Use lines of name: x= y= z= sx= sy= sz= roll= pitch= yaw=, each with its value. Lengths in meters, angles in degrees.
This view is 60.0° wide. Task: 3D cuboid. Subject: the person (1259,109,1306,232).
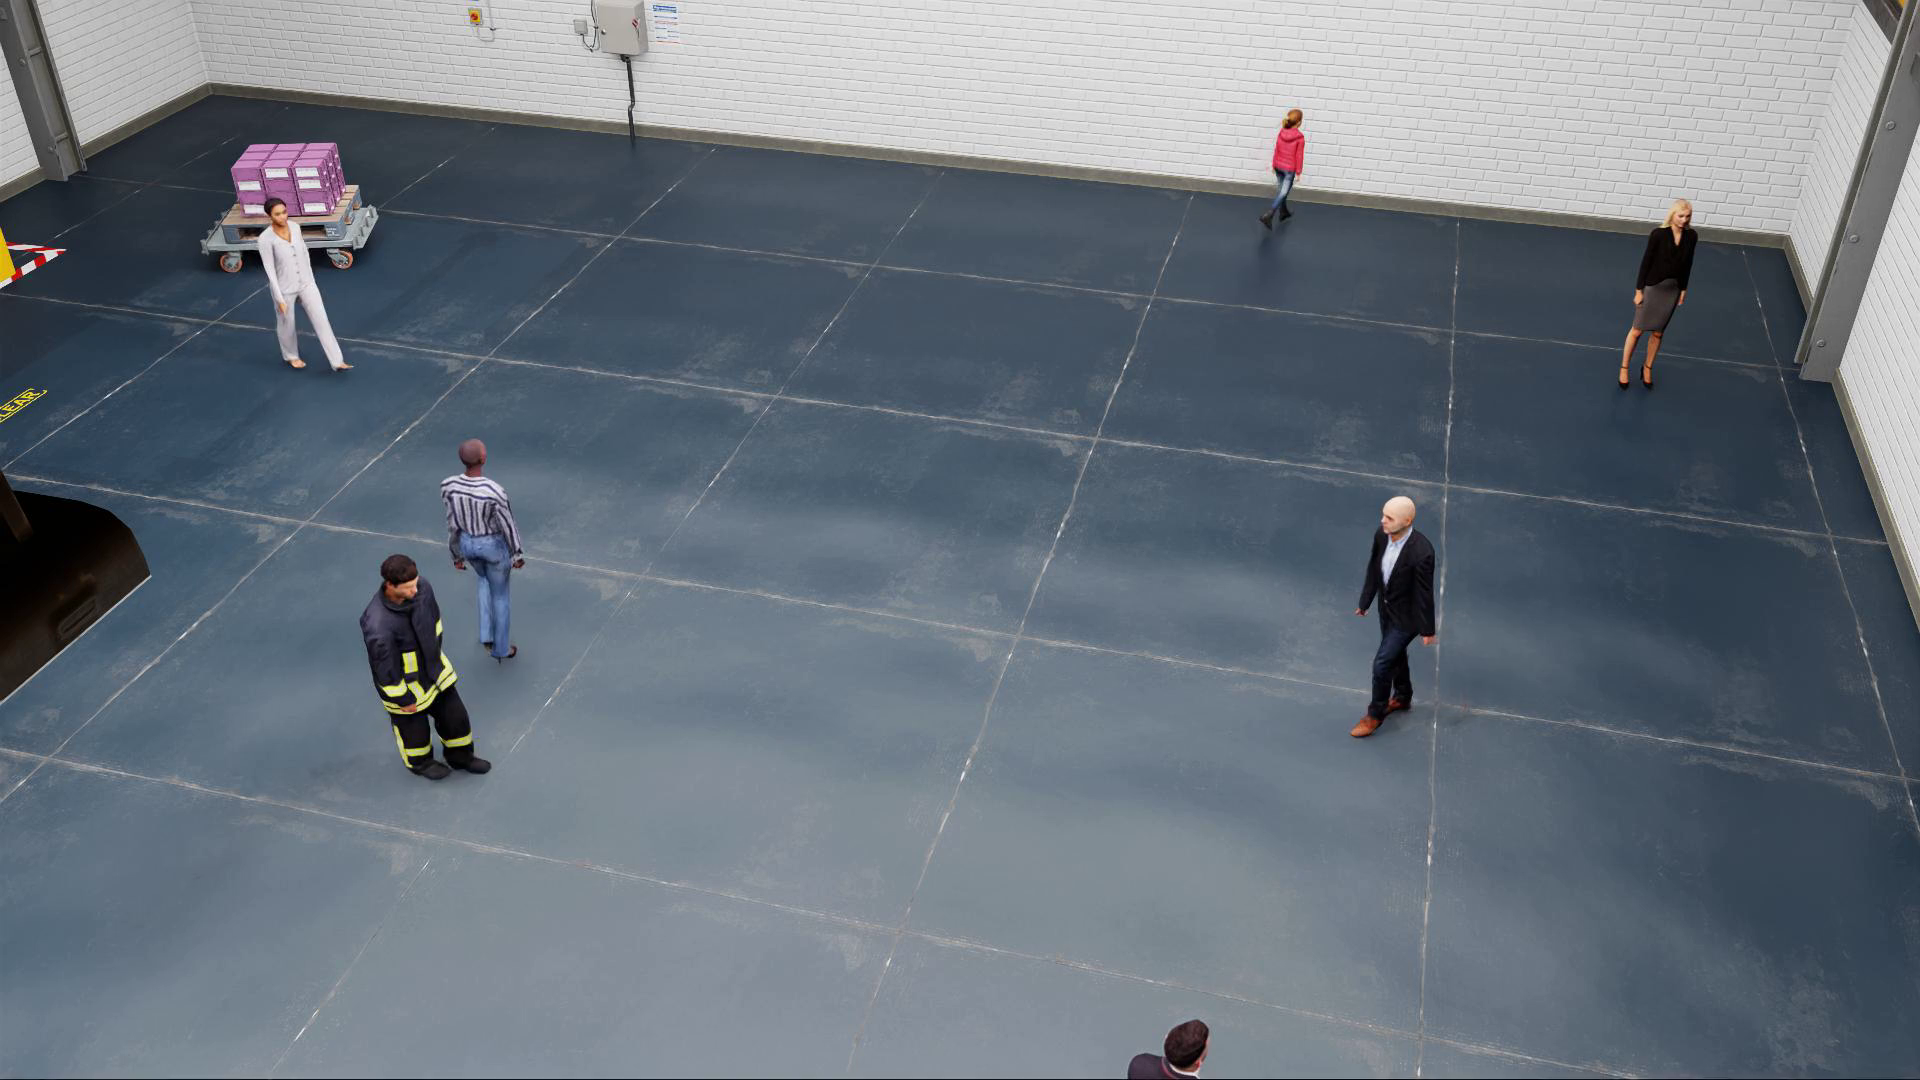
person: x=3.525 y=-4.037 z=18.224 sx=0.979 sy=1.288 sz=0.819 roll=-27 pitch=42 yaw=-34

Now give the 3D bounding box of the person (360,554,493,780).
person: x=-3.520 y=0.787 z=10.435 sx=0.926 sy=1.876 sz=0.806 roll=11 pitch=35 yaw=16

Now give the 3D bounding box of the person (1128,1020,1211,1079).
person: x=0.948 y=2.795 z=7.443 sx=0.735 sy=1.845 sz=0.713 roll=25 pitch=41 yaw=32

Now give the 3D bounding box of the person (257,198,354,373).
person: x=-6.199 y=-2.338 z=15.304 sx=1.003 sy=1.691 sz=1.138 roll=23 pitch=40 yaw=31

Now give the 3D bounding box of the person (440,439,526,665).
person: x=-3.310 y=0.150 z=11.480 sx=0.665 sy=1.781 sz=0.628 roll=6 pitch=34 yaw=9

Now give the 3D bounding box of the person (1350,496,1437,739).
person: x=2.971 y=0.473 z=11.007 sx=0.998 sy=1.768 sz=0.947 roll=-14 pitch=36 yaw=-20

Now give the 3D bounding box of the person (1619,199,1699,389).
person: x=6.284 y=-2.206 z=14.971 sx=0.669 sy=1.840 sz=0.639 roll=-1 pitch=34 yaw=-1
